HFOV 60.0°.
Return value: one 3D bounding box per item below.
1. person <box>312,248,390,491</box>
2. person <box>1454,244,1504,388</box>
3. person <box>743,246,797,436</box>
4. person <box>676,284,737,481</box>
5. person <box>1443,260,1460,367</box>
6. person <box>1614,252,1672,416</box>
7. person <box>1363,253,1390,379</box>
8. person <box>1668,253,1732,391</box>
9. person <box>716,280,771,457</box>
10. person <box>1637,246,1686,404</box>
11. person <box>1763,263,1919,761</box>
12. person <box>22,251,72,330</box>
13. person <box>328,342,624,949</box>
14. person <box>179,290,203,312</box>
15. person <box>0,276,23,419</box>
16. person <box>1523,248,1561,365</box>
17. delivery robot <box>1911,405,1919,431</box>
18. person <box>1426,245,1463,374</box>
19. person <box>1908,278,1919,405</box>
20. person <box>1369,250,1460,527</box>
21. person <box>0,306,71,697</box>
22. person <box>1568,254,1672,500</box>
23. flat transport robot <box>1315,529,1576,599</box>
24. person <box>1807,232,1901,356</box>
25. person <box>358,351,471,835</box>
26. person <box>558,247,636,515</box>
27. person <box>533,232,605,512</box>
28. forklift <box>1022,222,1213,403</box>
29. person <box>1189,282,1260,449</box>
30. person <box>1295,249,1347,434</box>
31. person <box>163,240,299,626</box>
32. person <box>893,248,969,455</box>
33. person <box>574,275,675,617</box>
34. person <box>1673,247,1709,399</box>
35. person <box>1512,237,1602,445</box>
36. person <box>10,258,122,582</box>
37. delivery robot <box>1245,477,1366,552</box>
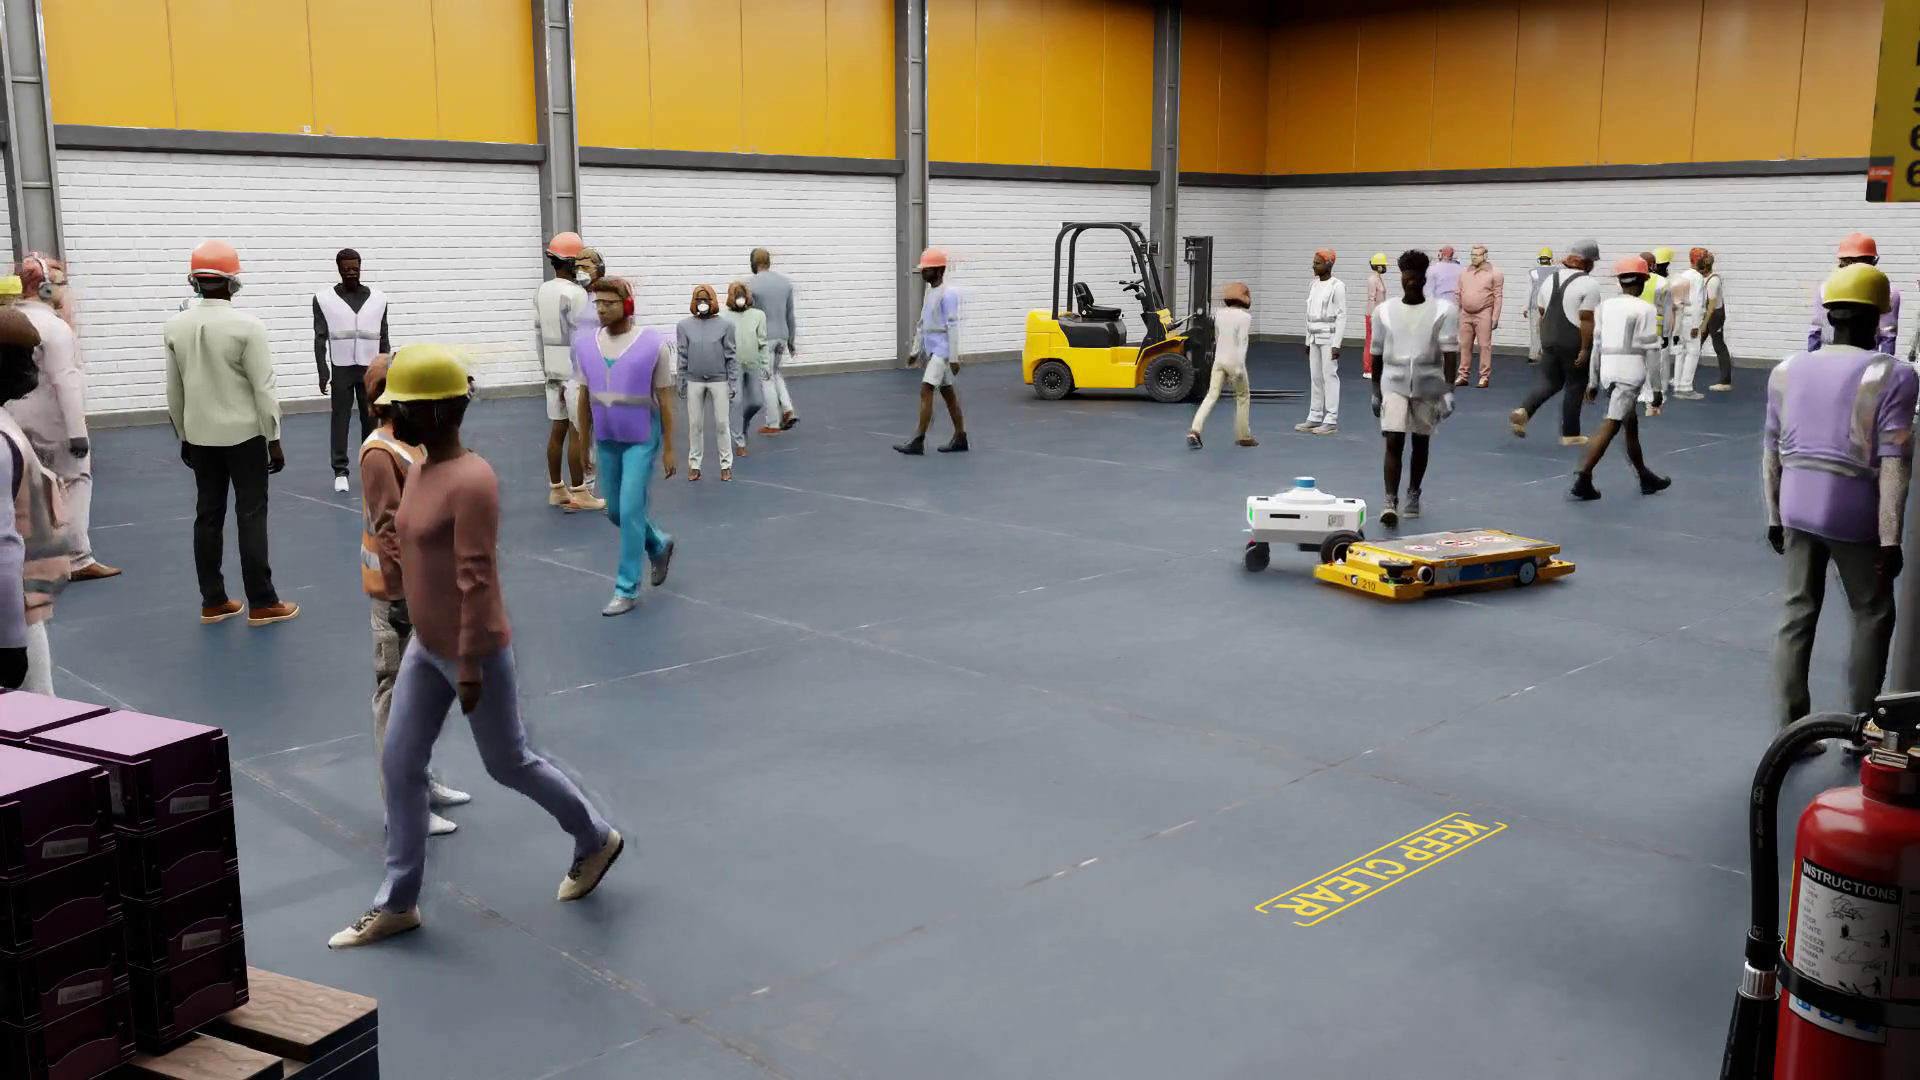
[{"bbox_3d":[-4.833,-1.356,13.271,0.591,1.917,0.379,-7,13,-35],"label":"person"},{"bbox_3d":[6.874,-2.980,22.168,0.652,1.904,0.403,10,14,43],"label":"person"},{"bbox_3d":[-1.946,-2.002,16.798,0.429,1.919,0.644,8,13,39],"label":"person"},{"bbox_3d":[-2.084,-1.292,13.725,0.502,1.627,0.277,0,10,1],"label":"person"},{"bbox_3d":[7.433,-3.415,25.220,0.862,1.655,0.538,-10,14,-43],"label":"person"},{"bbox_3d":[7.679,-2.315,18.733,0.621,1.838,0.429,6,12,29],"label":"person"},{"bbox_3d":[5.886,-3.157,23.513,0.310,1.769,0.525,5,12,26],"label":"person"},{"bbox_3d":[9.645,-2.815,21.573,0.929,1.784,0.503,0,10,-1],"label":"person"},{"bbox_3d":[-2.023,-1.593,15.383,0.522,1.617,0.526,-5,11,-25],"label":"person"},{"bbox_3d":[8.354,-2.554,19.893,0.598,1.886,0.607,-10,14,-43],"label":"person"},{"bbox_3d":[3.426,-0.098,6.413,0.652,1.908,0.621,-6,12,-31],"label":"person"},{"bbox_3d":[-7.761,-1.499,14.133,0.431,1.889,0.665,-4,11,-23],"label":"person"},{"bbox_3d":[-1.402,0.289,4.830,0.849,1.737,0.534,-9,14,-40],"label":"person"},{"bbox_3d":[-7.831,-1.962,17.344,0.514,1.639,0.309,-3,11,-15],"label":"person"},{"bbox_3d":[-7.668,-1.281,13.444,0.885,1.704,0.493,-1,10,-7],"label":"person"},{"bbox_3d":[9.130,-3.653,26.048,0.601,1.824,0.403,1,10,5],"label":"person"},{"bbox_3d":[8.775,-1.178,15.768,0.707,0.478,0.477,-3,11,-18],"label":"delivery robot"},{"bbox_3d":[7.078,-3.353,24.280,0.664,1.876,0.487,-3,11,-14],"label":"person"},{"bbox_3d":[10.551,-2.051,17.913,0.652,1.609,0.329,-1,10,-6],"label":"person"},{"bbox_3d":[3.156,-1.054,11.622,0.614,1.910,0.994,3,11,17],"label":"person"},{"bbox_3d":[-2.859,0.221,4.934,0.431,1.827,0.649,-8,13,-37],"label":"person"},{"bbox_3d":[5.118,-1.248,12.799,1.036,1.885,0.566,-4,11,-22],"label":"person"},{"bbox_3d":[2.845,0.121,9.716,1.431,0.197,0.652,-6,12,-29],"label":"flat transport robot"},{"bbox_3d":[6.578,-1.248,12.340,0.385,2.045,0.605,-9,14,-40],"label":"person"},{"bbox_3d":[-1.882,0.173,5.684,0.309,1.644,0.512,-1,10,-6],"label":"person"},{"bbox_3d":[-2.651,-1.149,12.088,0.630,1.940,0.370,3,11,15],"label":"person"},{"bbox_3d":[-2.855,-1.226,12.223,0.614,2.042,0.373,9,14,42],"label":"person"},{"bbox_3d":[1.935,-2.847,20.651,2.313,2.155,1.214,2,11,13],"label":"forklift"},{"bbox_3d":[2.503,-1.648,15.769,0.843,1.595,0.509,-8,13,-36],"label":"person"},{"bbox_3d":[3.717,-2.025,17.022,0.361,1.882,0.575,-4,11,-20],"label":"person"},{"bbox_3d":[-3.792,-0.545,8.630,0.622,1.996,0.370,2,11,13],"label":"person"},{"bbox_3d":[-0.301,-1.734,15.395,0.903,1.898,0.562,-3,11,-17],"label":"person"},{"bbox_3d":[-1.791,-0.541,9.122,0.572,1.820,0.800,4,11,21],"label":"person"},{"bbox_3d":[9.077,-2.688,20.655,0.364,1.880,0.614,1,10,6],"label":"person"},{"bbox_3d":[5.791,-1.913,15.976,0.760,2.000,0.697,-5,11,-24],"label":"person"},{"bbox_3d":[-5.288,-0.678,9.648,0.675,1.890,0.521,7,12,33],"label":"person"},{"bbox_3d":[2.094,-0.138,10.098,0.707,0.478,0.477,2,11,10],"label":"delivery robot"}]
